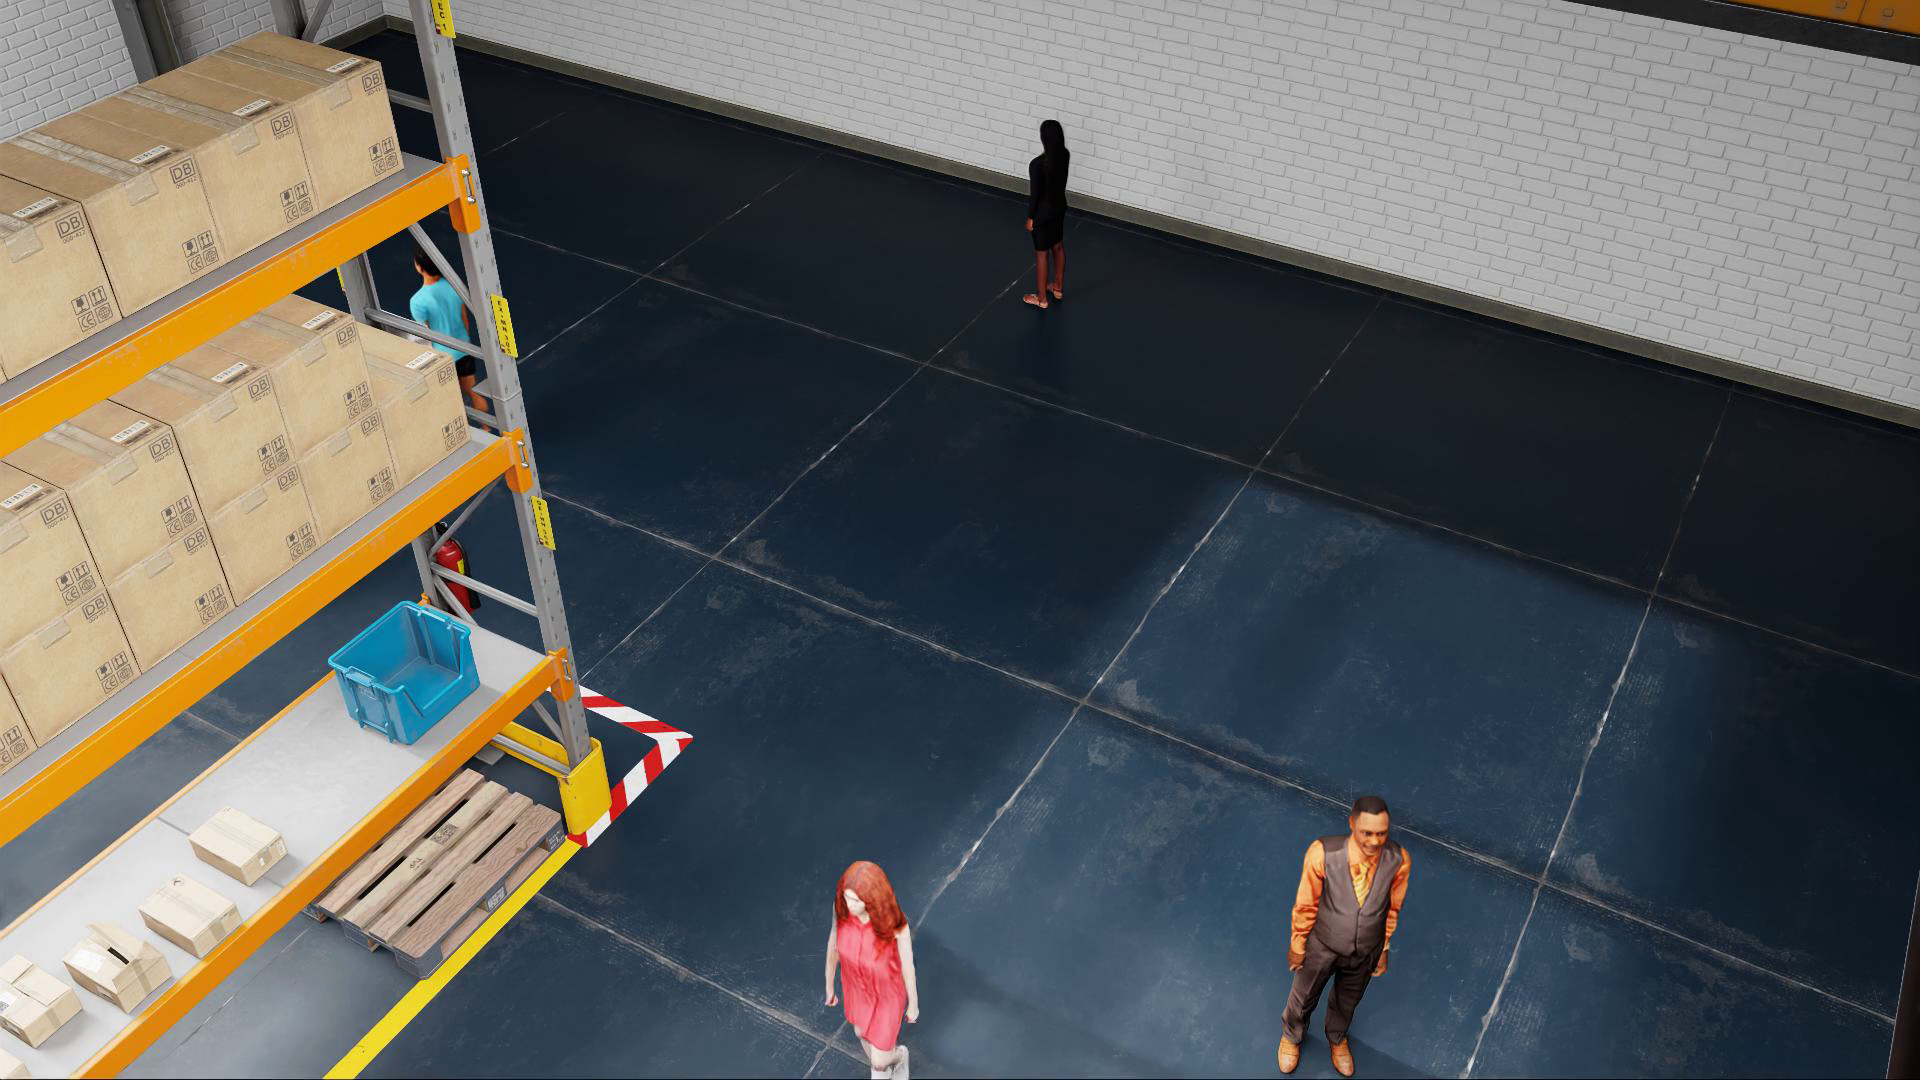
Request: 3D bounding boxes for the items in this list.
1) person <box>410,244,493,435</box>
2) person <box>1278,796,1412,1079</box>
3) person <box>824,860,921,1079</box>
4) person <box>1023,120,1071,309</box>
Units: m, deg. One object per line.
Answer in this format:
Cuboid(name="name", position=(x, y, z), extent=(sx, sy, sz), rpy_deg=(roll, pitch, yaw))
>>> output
Cuboid(name="person", position=(-3.836, -1.414, 12.585), extent=(0.666, 1.766, 0.469), rpy_deg=(20, 43, 24))
Cuboid(name="person", position=(1.893, 1.957, 8.251), extent=(0.787, 1.908, 0.785), rpy_deg=(1, 39, 1))
Cuboid(name="person", position=(-0.369, 2.140, 8.098), extent=(0.606, 1.813, 0.621), rpy_deg=(20, 43, 23))
Cuboid(name="person", position=(0.762, -2.835, 14.400), extent=(0.721, 1.722, 0.535), rpy_deg=(31, 48, 33))
